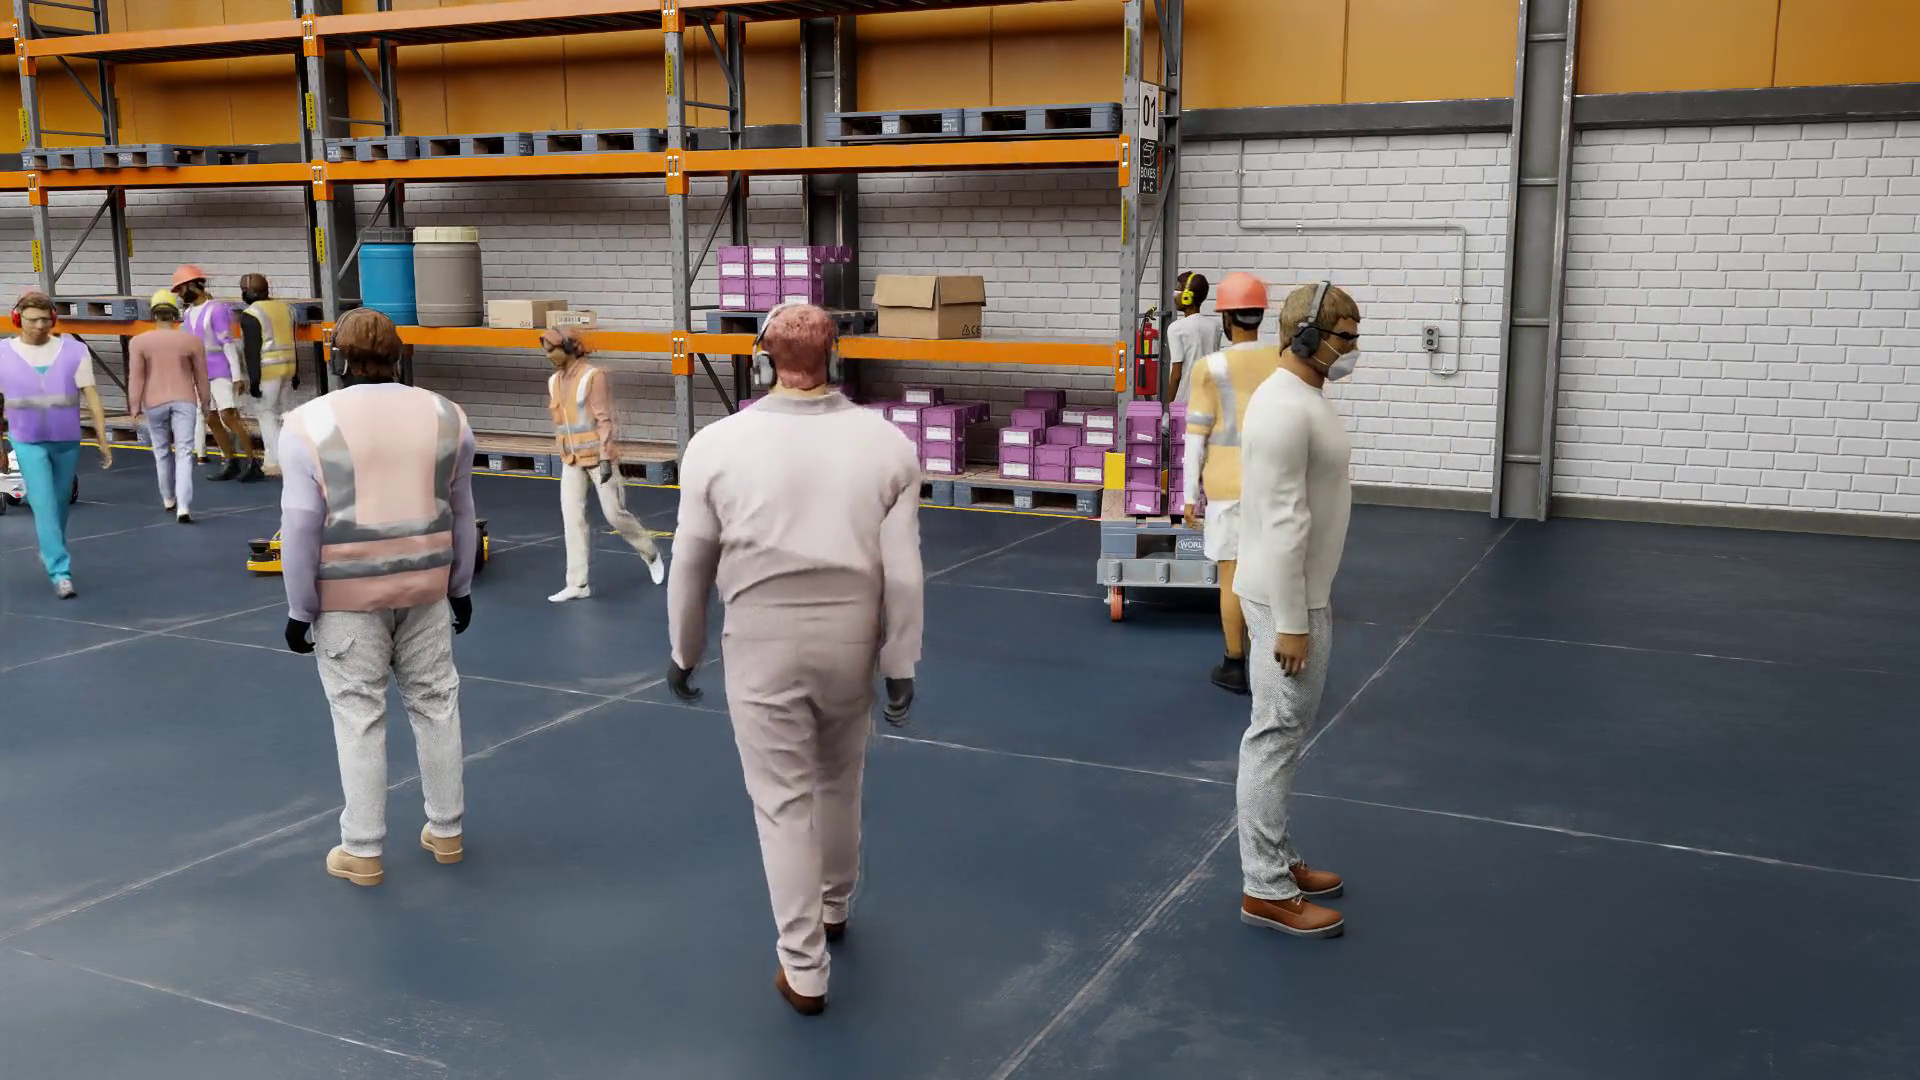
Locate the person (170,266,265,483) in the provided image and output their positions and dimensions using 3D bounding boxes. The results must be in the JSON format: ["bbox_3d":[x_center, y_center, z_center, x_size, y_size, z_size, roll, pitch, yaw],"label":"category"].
[{"bbox_3d":[-6.493,-1.433,14.460,0.673,1.886,0.449,6,12,31],"label":"person"}]

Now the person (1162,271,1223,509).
[{"bbox_3d":[1.581,-0.905,11.478,0.532,1.873,0.321,-8,13,-40],"label":"person"}]

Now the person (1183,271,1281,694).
[{"bbox_3d":[1.280,-0.251,7.578,0.577,1.923,0.401,-3,10,-16],"label":"person"}]

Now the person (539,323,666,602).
[{"bbox_3d":[-2.118,-0.469,9.739,0.545,1.605,0.720,7,12,35],"label":"person"}]

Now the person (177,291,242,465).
[{"bbox_3d":[-7.085,-1.522,15.686,0.499,1.634,0.279,0,10,-1],"label":"person"}]

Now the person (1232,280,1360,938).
[{"bbox_3d":[1.010,0.196,4.996,0.373,1.935,0.628,3,10,15],"label":"person"}]

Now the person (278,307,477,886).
[{"bbox_3d":[-1.867,0.179,5.356,0.637,1.842,0.429,-9,13,-41],"label":"person"}]

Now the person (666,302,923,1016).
[{"bbox_3d":[-0.483,0.294,4.612,0.657,1.875,0.863,-4,11,-21],"label":"person"}]

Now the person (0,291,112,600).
[{"bbox_3d":[-5.449,-0.586,9.913,0.582,1.793,0.986,-8,13,-39],"label":"person"}]

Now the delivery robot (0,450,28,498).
[{"bbox_3d":[-7.256,-0.552,12.956,0.477,0.478,0.707,-2,10,-12],"label":"delivery robot"}]

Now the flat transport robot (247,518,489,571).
[{"bbox_3d":[-3.800,0.021,10.755,1.431,0.197,0.652,-3,10,-15],"label":"flat transport robot"}]

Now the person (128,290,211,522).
[{"bbox_3d":[-5.933,-1.004,12.495,0.558,1.711,0.971,-4,11,-19],"label":"person"}]

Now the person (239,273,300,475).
[{"bbox_3d":[-6.111,-1.471,14.874,0.561,1.822,0.644,2,10,13],"label":"person"}]
